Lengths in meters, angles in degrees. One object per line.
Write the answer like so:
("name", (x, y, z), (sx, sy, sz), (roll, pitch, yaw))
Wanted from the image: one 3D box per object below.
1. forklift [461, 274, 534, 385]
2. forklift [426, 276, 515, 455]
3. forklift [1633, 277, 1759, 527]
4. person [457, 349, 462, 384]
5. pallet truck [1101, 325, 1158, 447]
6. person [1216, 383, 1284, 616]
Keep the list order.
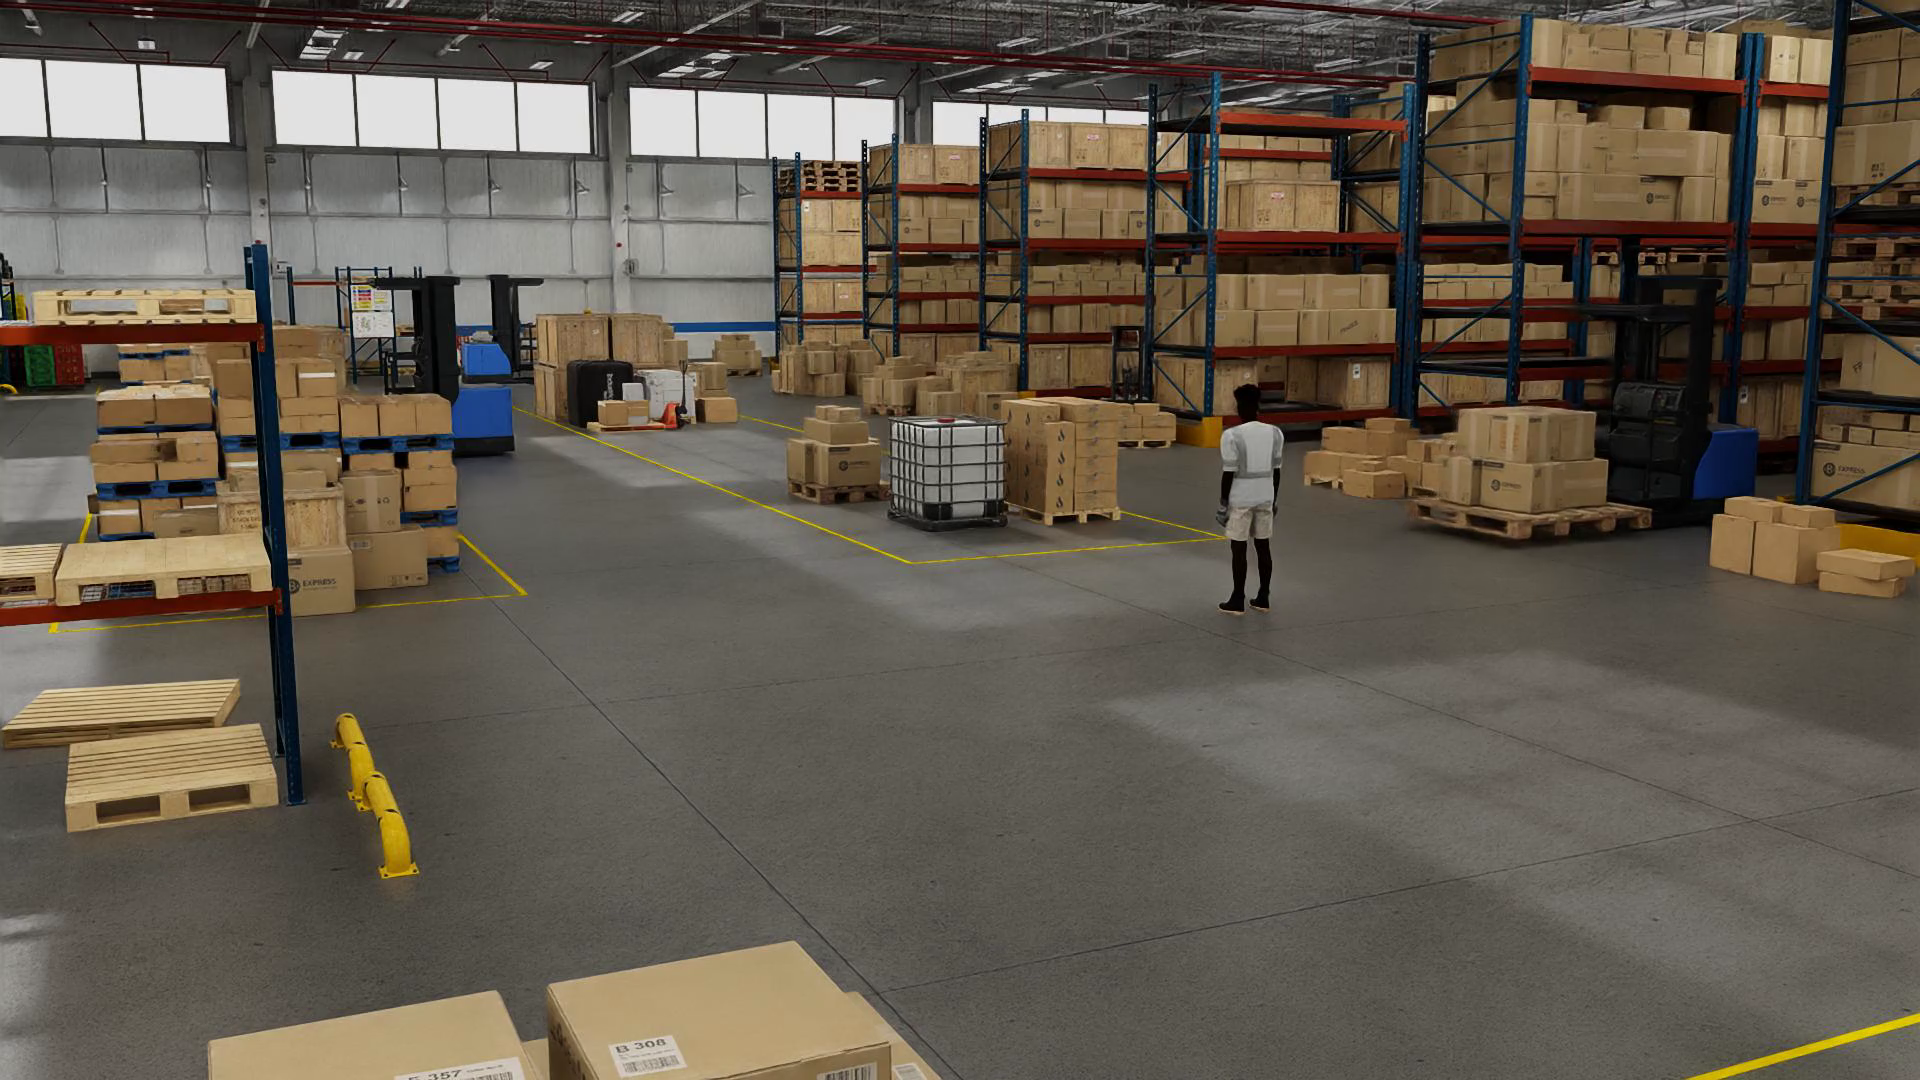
("forklift", (-11.674, -5.345, 42.247), (1.873, 2.768, 1.129), (-4, 10, -25))
("forklift", (-8.069, -2.737, 26.069), (1.873, 2.768, 1.129), (-4, 10, -25))
("forklift", (8.228, -1.633, 19.216), (1.873, 2.768, 1.129), (-4, 10, -25))
("person", (-8.690, -2.602, 27.972), (0.609, 1.995, 0.376), (-4, 10, -25))
("pallet truck", (2.881, -2.596, 27.923), (0.823, 1.965, 1.885), (-1, 9, -7))
("person", (2.434, -0.340, 14.037), (0.603, 1.963, 0.368), (-4, 10, -25))
